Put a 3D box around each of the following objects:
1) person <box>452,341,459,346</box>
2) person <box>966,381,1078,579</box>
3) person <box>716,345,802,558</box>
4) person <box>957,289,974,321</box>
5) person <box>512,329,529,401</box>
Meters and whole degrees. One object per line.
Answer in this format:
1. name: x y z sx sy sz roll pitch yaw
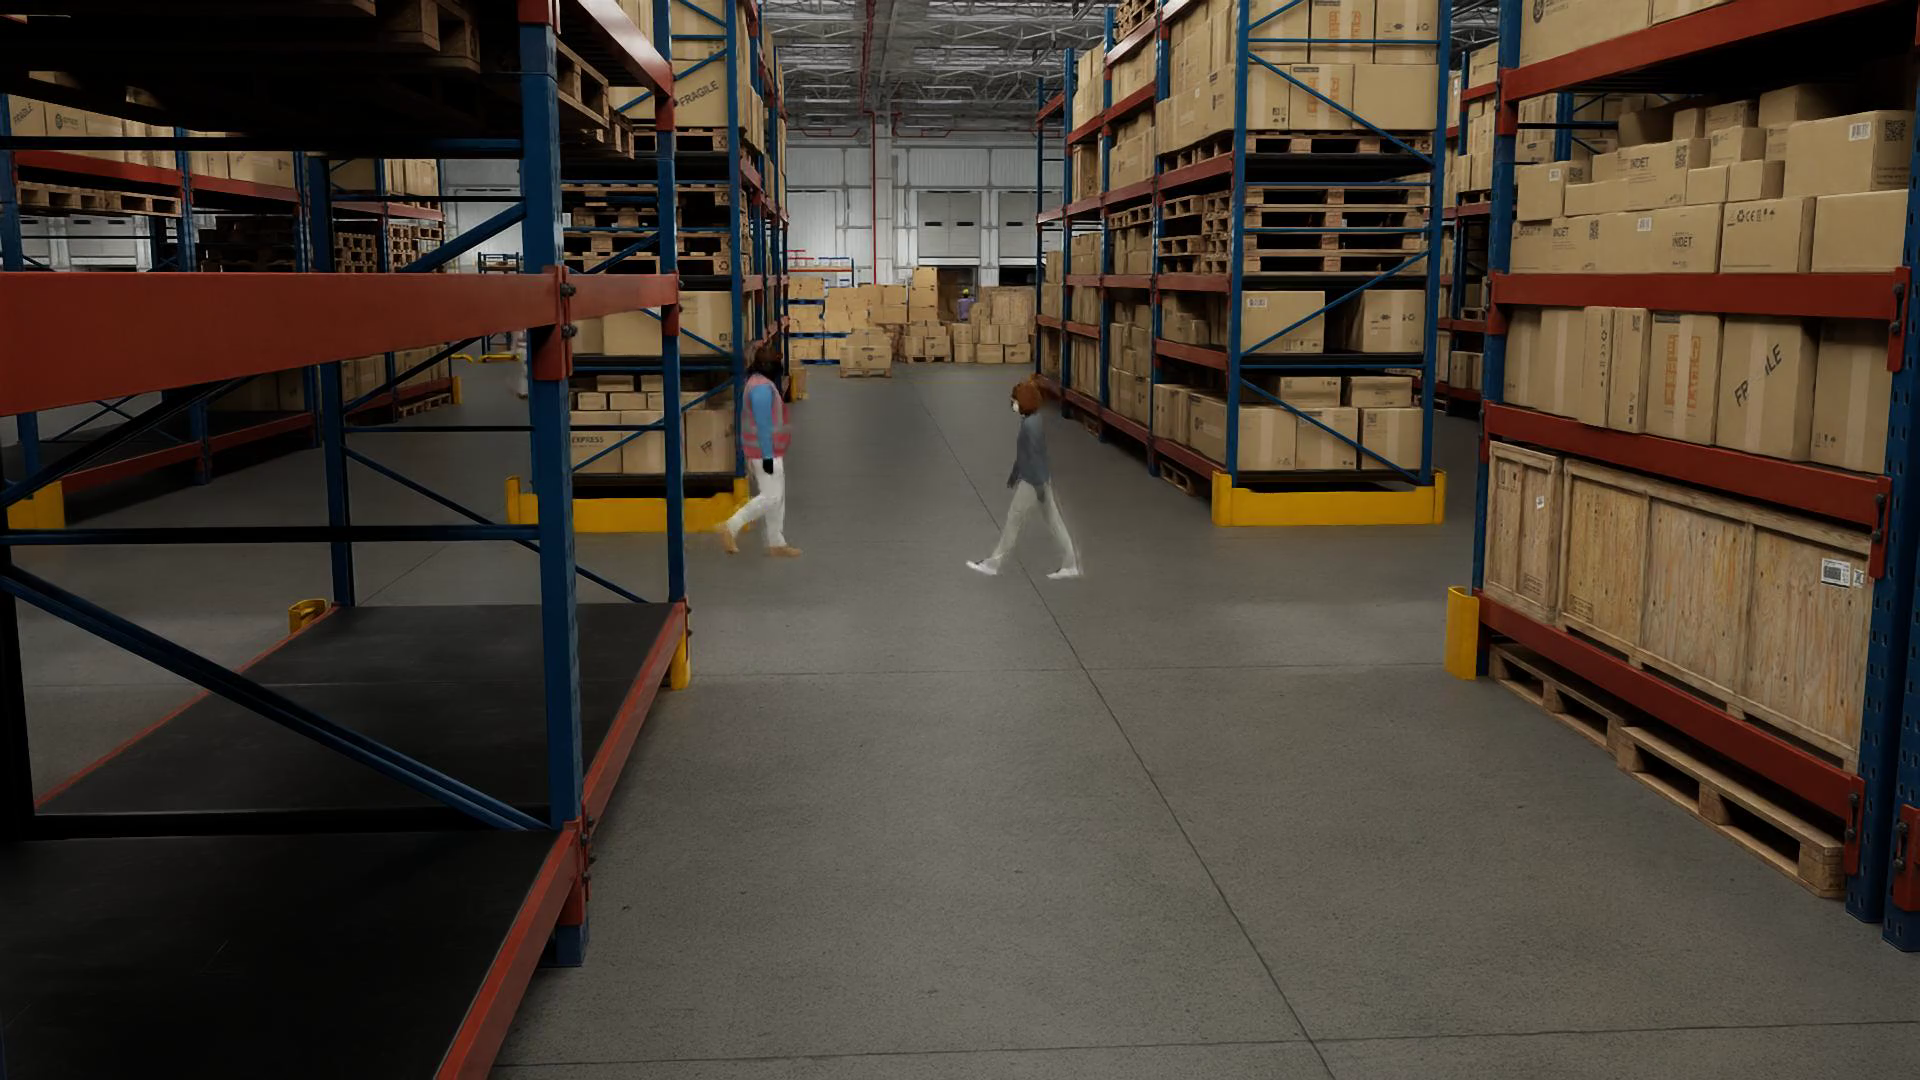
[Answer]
1. person: -16.954 -7.464 55.950 0.354 1.936 0.635 -5 10 -27
2. person: 0.523 -0.459 13.063 0.894 1.578 0.523 2 9 12
3. person: -1.695 -0.732 14.023 0.629 1.824 0.630 -1 9 -6
4. person: 0.196 -7.672 57.283 0.591 1.925 0.385 0 9 -2
5. person: -8.195 -3.565 31.724 0.729 1.852 0.587 6 11 32
